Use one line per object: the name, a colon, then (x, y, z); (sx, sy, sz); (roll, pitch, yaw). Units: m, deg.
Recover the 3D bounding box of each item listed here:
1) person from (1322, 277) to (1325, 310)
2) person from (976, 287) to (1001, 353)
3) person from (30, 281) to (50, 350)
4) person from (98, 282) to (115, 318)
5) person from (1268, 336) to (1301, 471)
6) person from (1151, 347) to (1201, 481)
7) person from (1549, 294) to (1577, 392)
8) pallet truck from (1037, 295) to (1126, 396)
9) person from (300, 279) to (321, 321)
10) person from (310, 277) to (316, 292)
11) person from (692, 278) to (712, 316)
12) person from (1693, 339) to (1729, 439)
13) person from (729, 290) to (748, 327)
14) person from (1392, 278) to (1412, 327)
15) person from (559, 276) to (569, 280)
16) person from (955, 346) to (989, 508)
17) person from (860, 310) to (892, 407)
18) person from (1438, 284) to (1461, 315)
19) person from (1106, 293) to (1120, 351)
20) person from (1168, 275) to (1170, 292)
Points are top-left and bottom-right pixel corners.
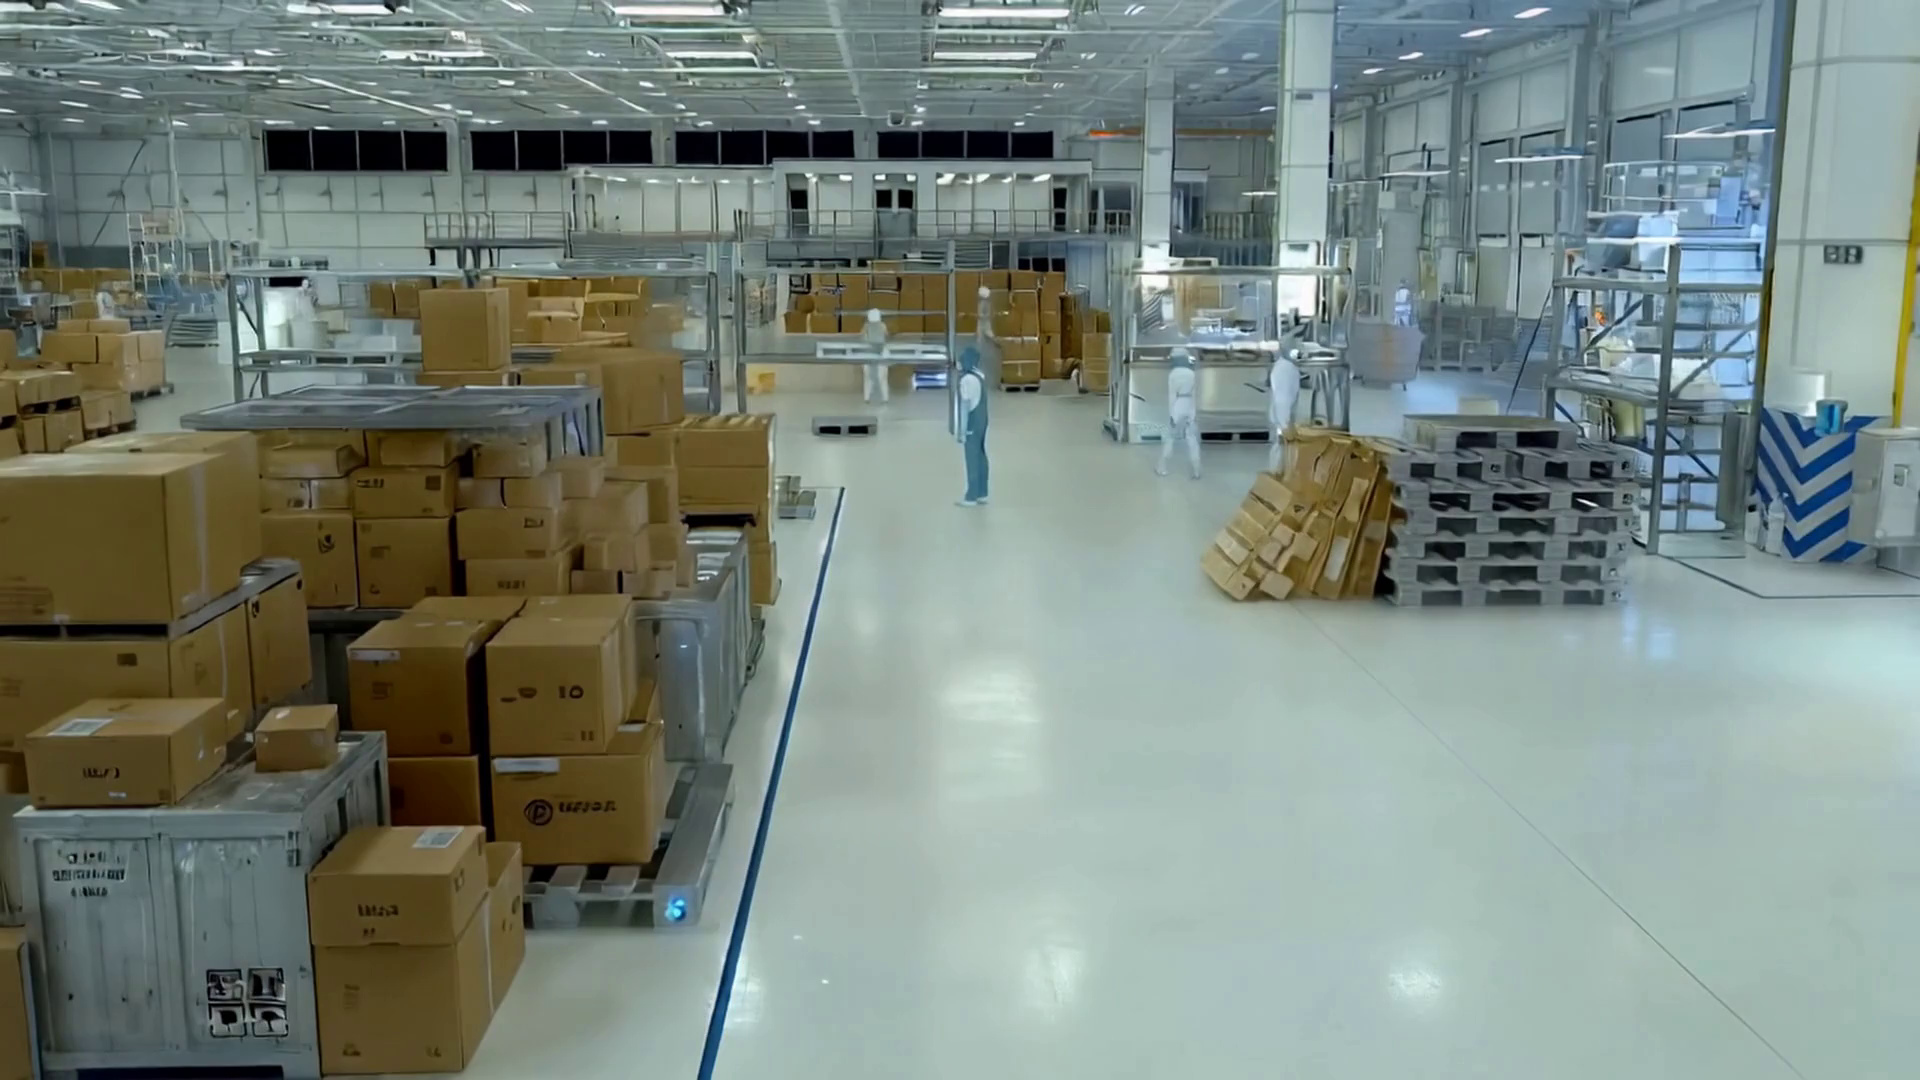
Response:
person: (11.447, -7.493, 53.304); (0.977, 1.943, 0.630); (-1, 10, -6)
person: (0.712, -6.032, 45.567); (0.770, 1.810, 0.630); (-6, 12, -29)
person: (-25.830, -6.290, 46.651); (0.551, 1.934, 0.373); (1, 10, 6)
person: (-24.538, -6.477, 47.868); (0.437, 1.867, 0.615); (2, 10, 11)
person: (3.833, -1.433, 19.606); (0.371, 1.933, 0.627); (5, 11, 25)
person: (2.817, -1.615, 21.304); (0.500, 1.683, 0.837); (-6, 12, -29)
person: (12.179, -3.959, 33.547); (0.608, 1.987, 0.407); (-1, 10, -8)
pallet truck: (2.483, -3.881, 33.060); (1.885, 1.965, 0.823); (-7, 13, -36)
person: (-18.497, -6.417, 47.069); (0.691, 2.000, 1.059); (2, 10, 8)
person: (-23.168, -8.527, 59.592); (0.329, 1.765, 0.533); (1, 10, 5)
person: (-7.911, -7.135, 51.454); (0.653, 1.892, 0.980); (-6, 12, -31)
person: (9.843, -1.742, 21.618); (0.913, 1.838, 0.589); (4, 11, 21)
person: (-5.680, -5.538, 42.745); (0.524, 1.844, 0.820); (2, 10, 9)
person: (13.692, -7.159, 51.607); (0.568, 1.901, 0.886); (2, 10, 11)
person: (-12.861, -7.688, 54.331); (0.607, 1.986, 1.115); (10, 14, 44)
person: (0.139, -1.288, 19.041); (0.351, 1.847, 0.507); (6, 12, 31)
person: (-1.533, -3.346, 30.715); (0.631, 1.787, 1.019); (-4, 11, -23)
person: (12.927, -5.803, 43.962); (0.591, 1.926, 0.386); (2, 10, 12)
person: (4.271, -5.948, 45.451); (0.539, 1.679, 0.630); (-6, 12, -28)
person: (7.277, -8.548, 59.312); (0.578, 1.903, 0.609); (7, 13, 36)
